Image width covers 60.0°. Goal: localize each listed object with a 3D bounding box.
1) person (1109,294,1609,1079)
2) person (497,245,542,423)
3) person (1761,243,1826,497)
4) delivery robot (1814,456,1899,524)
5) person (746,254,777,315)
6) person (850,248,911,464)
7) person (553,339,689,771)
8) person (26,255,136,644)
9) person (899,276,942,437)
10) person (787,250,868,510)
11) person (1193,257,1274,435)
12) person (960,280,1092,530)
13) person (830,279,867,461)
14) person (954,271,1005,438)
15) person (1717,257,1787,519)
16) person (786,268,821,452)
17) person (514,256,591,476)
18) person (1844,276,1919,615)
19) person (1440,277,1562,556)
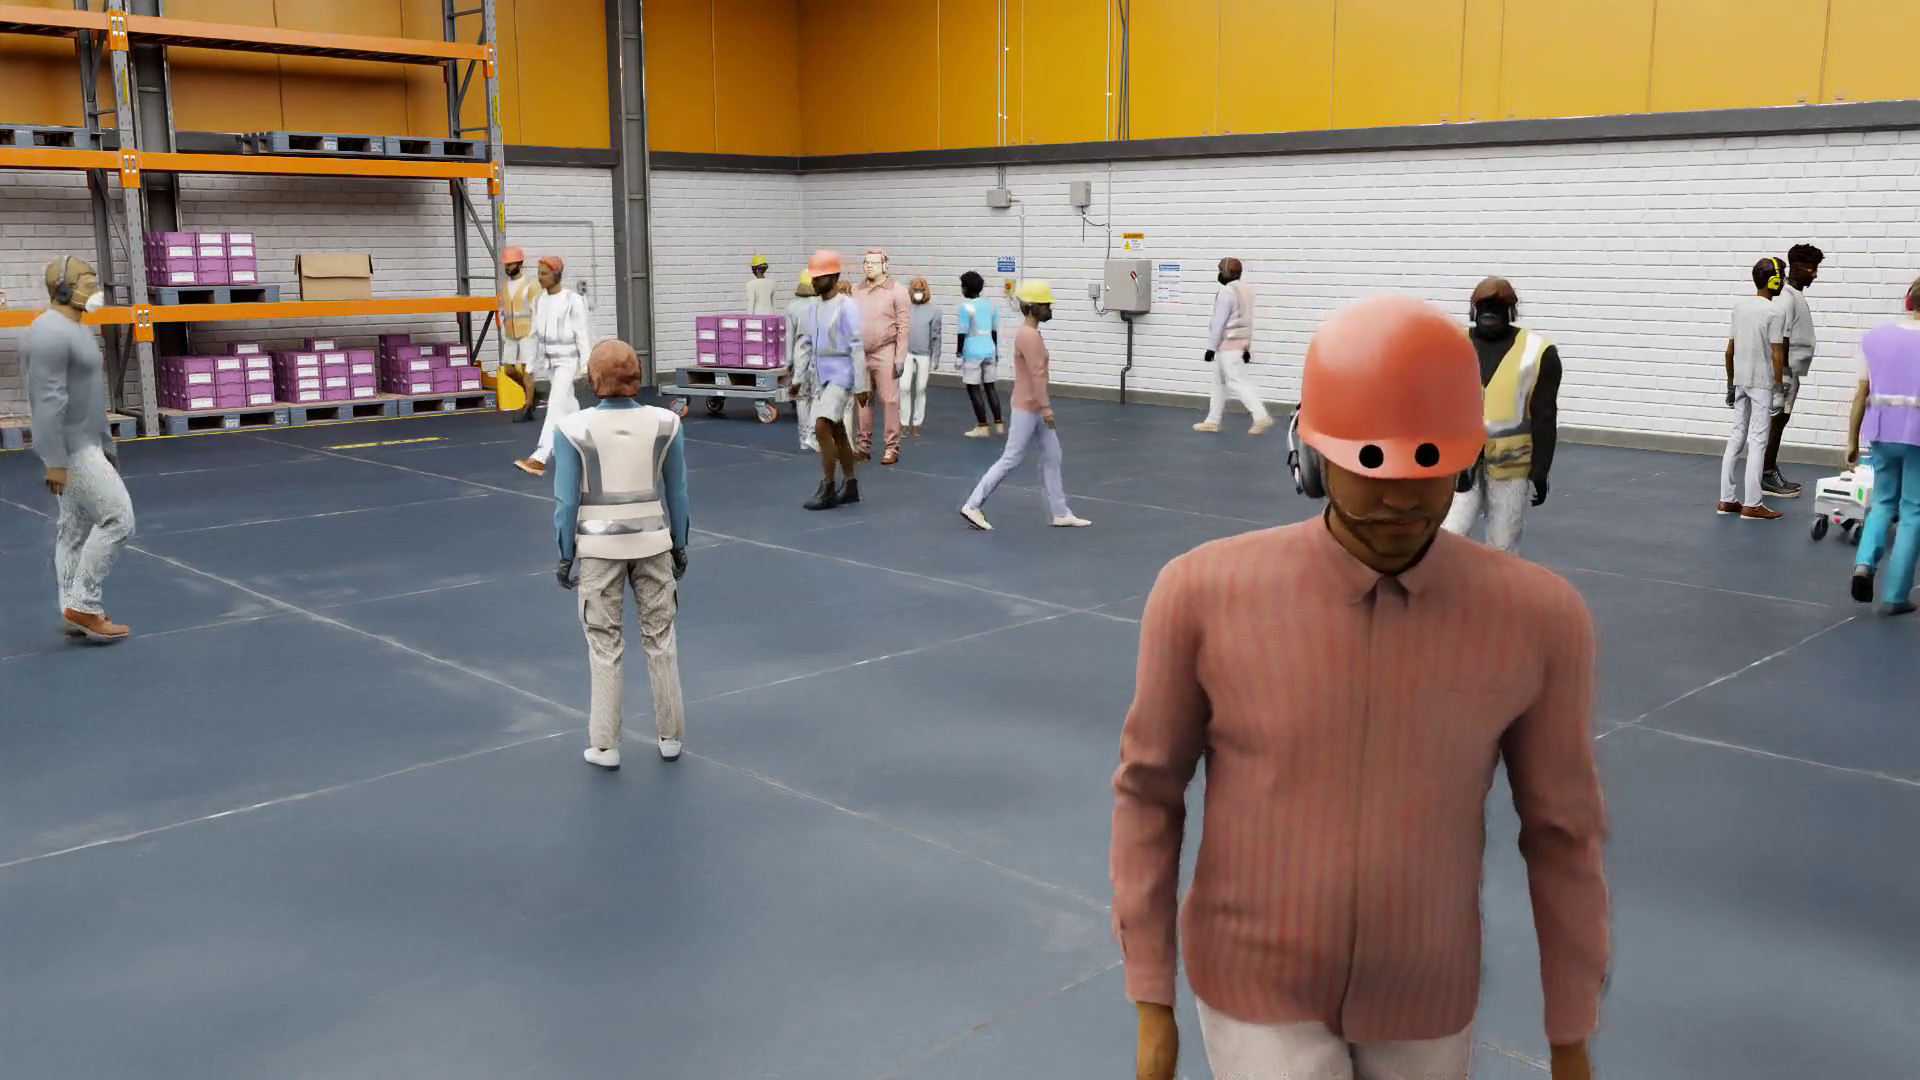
[{"bbox_3d":[0.547,0.647,2.279,0.661,1.953,0.657,0,10,-1],"label":"person"},{"bbox_3d":[-4.752,-2.241,18.108,0.553,1.923,0.580,4,11,21],"label":"person"},{"bbox_3d":[6.463,-1.323,12.978,0.376,1.959,0.603,6,12,30],"label":"person"},{"bbox_3d":[6.033,-0.317,11.072,0.707,0.478,0.477,-6,12,-31],"label":"delivery robot"},{"bbox_3d":[-2.649,-2.903,22.125,0.312,1.768,0.522,9,14,40],"label":"person"},{"bbox_3d":[-0.760,-1.629,14.782,0.643,1.913,0.410,5,12,26],"label":"person"},{"bbox_3d":[-1.279,0.059,6.324,0.523,1.636,0.311,-5,12,-26],"label":"person"},{"bbox_3d":[-4.291,-0.427,8.184,0.473,1.923,0.659,-3,11,-18],"label":"person"},{"bbox_3d":[-0.435,-1.834,16.692,0.513,1.608,0.608,0,10,2],"label":"person"},{"bbox_3d":[-1.013,-1.179,12.328,0.736,1.907,0.558,-7,13,-34],"label":"person"},{"bbox_3d":[2.821,-1.970,16.936,0.873,1.810,0.622,5,12,26],"label":"person"},{"bbox_3d":[0.435,-0.919,11.411,0.887,1.726,0.524,1,10,4],"label":"person"},{"bbox_3d":[-1.071,-1.519,14.935,0.498,1.633,0.282,9,14,42],"label":"person"},{"bbox_3d":[0.194,-1.846,16.631,0.324,1.674,0.638,9,14,42],"label":"person"},{"bbox_3d":[5.715,-1.085,11.942,0.314,1.864,0.530,-3,11,-17],"label":"person"},{"bbox_3d":[-1.423,-1.693,15.667,0.499,1.755,0.420,4,11,22],"label":"person"},{"bbox_3d":[-3.486,-1.465,14.079,0.596,1.833,0.960,8,13,38],"label":"person"},{"bbox_3d":[5.031,-0.500,8.830,0.447,1.828,0.598,-8,13,-37],"label":"person"},{"bbox_3d":[2.519,-0.336,7.966,0.630,1.820,0.636,5,12,26],"label":"person"}]
